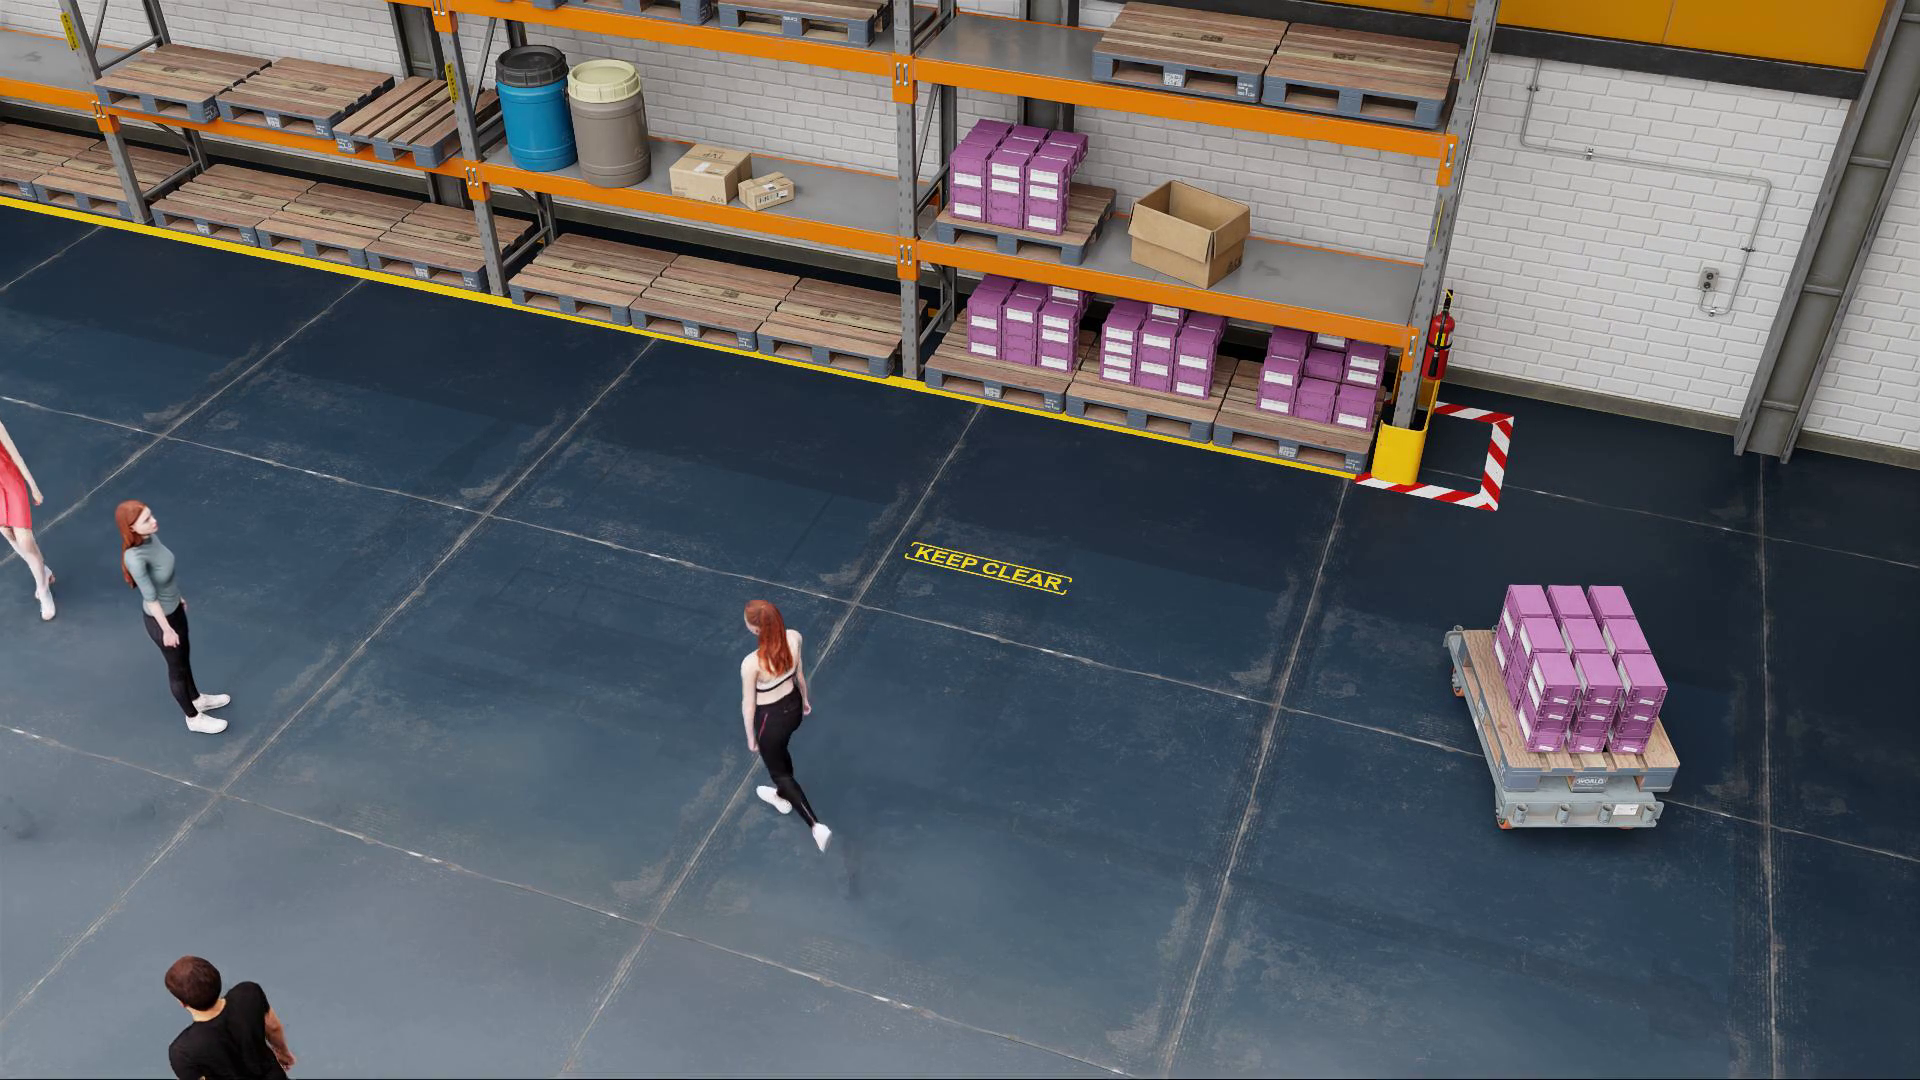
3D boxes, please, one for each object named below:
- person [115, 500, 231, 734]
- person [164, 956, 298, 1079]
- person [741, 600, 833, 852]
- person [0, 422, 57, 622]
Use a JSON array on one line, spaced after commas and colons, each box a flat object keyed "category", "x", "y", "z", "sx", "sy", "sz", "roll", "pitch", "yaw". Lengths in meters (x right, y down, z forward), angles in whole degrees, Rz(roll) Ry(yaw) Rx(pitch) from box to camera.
[{"category": "person", "x": -4.895, "y": 0.464, "z": 10.274, "sx": 0.690, "sy": 1.742, "sz": 0.669, "roll": -8, "pitch": 39, "yaw": -10}, {"category": "person", "x": -3.168, "y": 2.572, "z": 7.561, "sx": 1.205, "sy": 1.834, "sz": 0.818, "roll": 20, "pitch": 43, "yaw": 23}, {"category": "person", "x": -0.974, "y": 1.087, "z": 9.510, "sx": 0.911, "sy": 1.721, "sz": 1.129, "roll": -29, "pitch": 47, "yaw": -31}, {"category": "person", "x": -6.451, "y": -0.340, "z": 11.229, "sx": 0.827, "sy": 1.807, "sz": 0.870, "roll": -7, "pitch": 39, "yaw": -8}]
